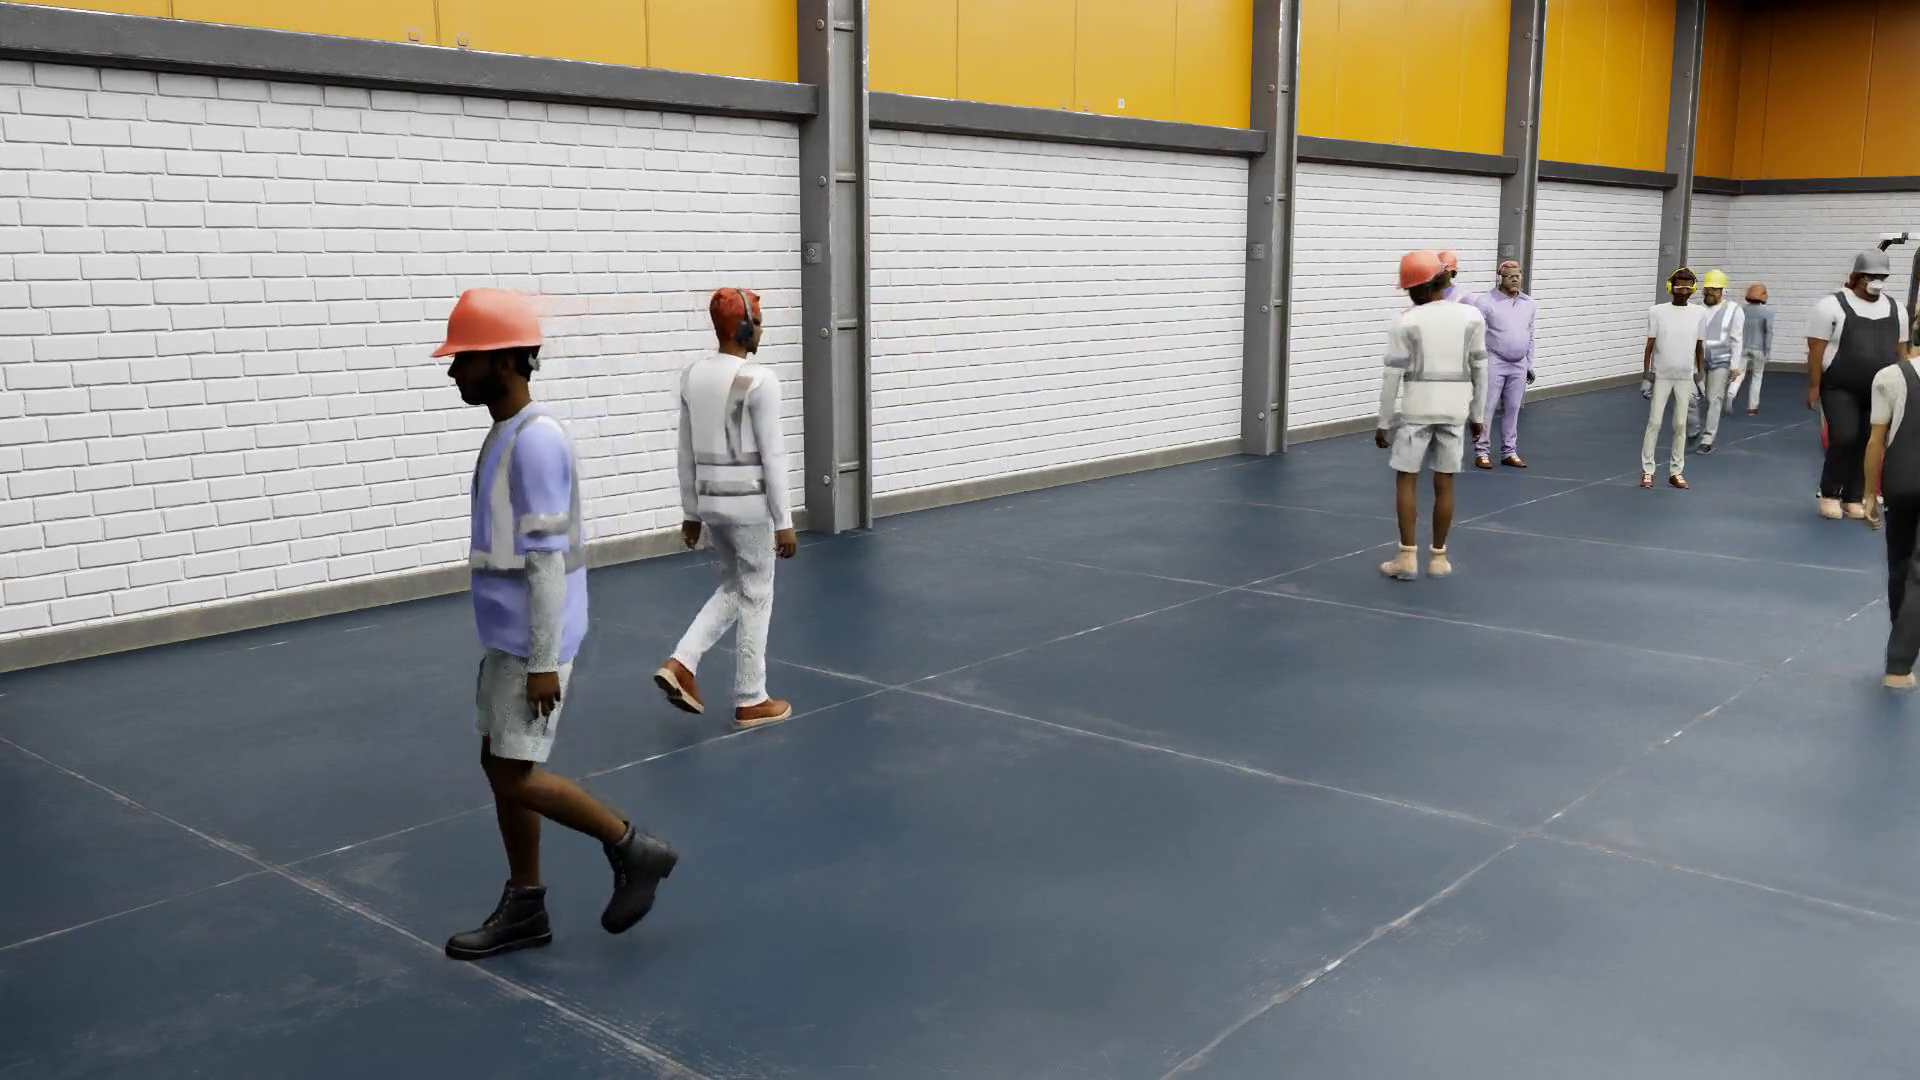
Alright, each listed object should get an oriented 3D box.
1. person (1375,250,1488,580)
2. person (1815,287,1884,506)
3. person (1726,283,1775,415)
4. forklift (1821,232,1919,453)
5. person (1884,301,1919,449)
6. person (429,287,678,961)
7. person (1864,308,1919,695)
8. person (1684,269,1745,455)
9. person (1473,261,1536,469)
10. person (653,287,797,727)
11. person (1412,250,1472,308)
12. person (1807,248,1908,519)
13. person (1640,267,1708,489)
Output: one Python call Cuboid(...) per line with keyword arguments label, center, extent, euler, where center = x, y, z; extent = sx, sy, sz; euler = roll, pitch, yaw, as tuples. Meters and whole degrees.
Cuboid(label="person", center=(2.880, -0.738, 10.125), extent=(0.662, 2.005, 0.434), euler=(0, 10, -3))
Cuboid(label="person", center=(7.073, -1.137, 13.176), extent=(0.493, 1.723, 0.531), euler=(-3, 10, -18))
Cuboid(label="person", center=(9.536, -2.298, 20.101), extent=(0.508, 1.608, 0.654), euler=(10, 14, 44))
Cuboid(label="forklift", center=(9.955, -1.972, 16.595), extent=(2.313, 2.155, 1.214), euler=(1, 10, 8))
Cuboid(label="person", center=(8.956, -1.605, 15.375), extent=(0.507, 1.897, 0.599), euler=(1, 10, 3))
Cuboid(label="person", center=(-1.178, 0.253, 4.702), extent=(0.544, 1.921, 0.560), euler=(-5, 11, -27))
Cuboid(label="person", center=(4.531, -0.222, 7.773), extent=(0.506, 1.785, 0.975), euler=(9, 14, 42))
Cuboid(label="person", center=(7.361, -1.739, 16.334), extent=(0.595, 1.816, 0.426), euler=(8, 13, 38))
Cuboid(label="person", center=(5.025, -1.608, 15.344), extent=(0.647, 1.908, 0.409), euler=(-3, 10, -15))
Cuboid(label="person", center=(-0.962, -0.114, 6.938), extent=(0.512, 1.867, 0.582), euler=(-9, 14, -43))
Cuboid(label="person", center=(5.031, -2.006, 17.337), extent=(0.621, 2.006, 0.779), euler=(6, 12, 32))
Cuboid(label="person", center=(6.710, -1.154, 12.374), extent=(0.704, 2.000, 0.561), euler=(0, 10, -1))
Cuboid(label="person", center=(6.027, -1.356, 14.034), extent=(0.519, 1.865, 0.328), euler=(1, 10, 8))
